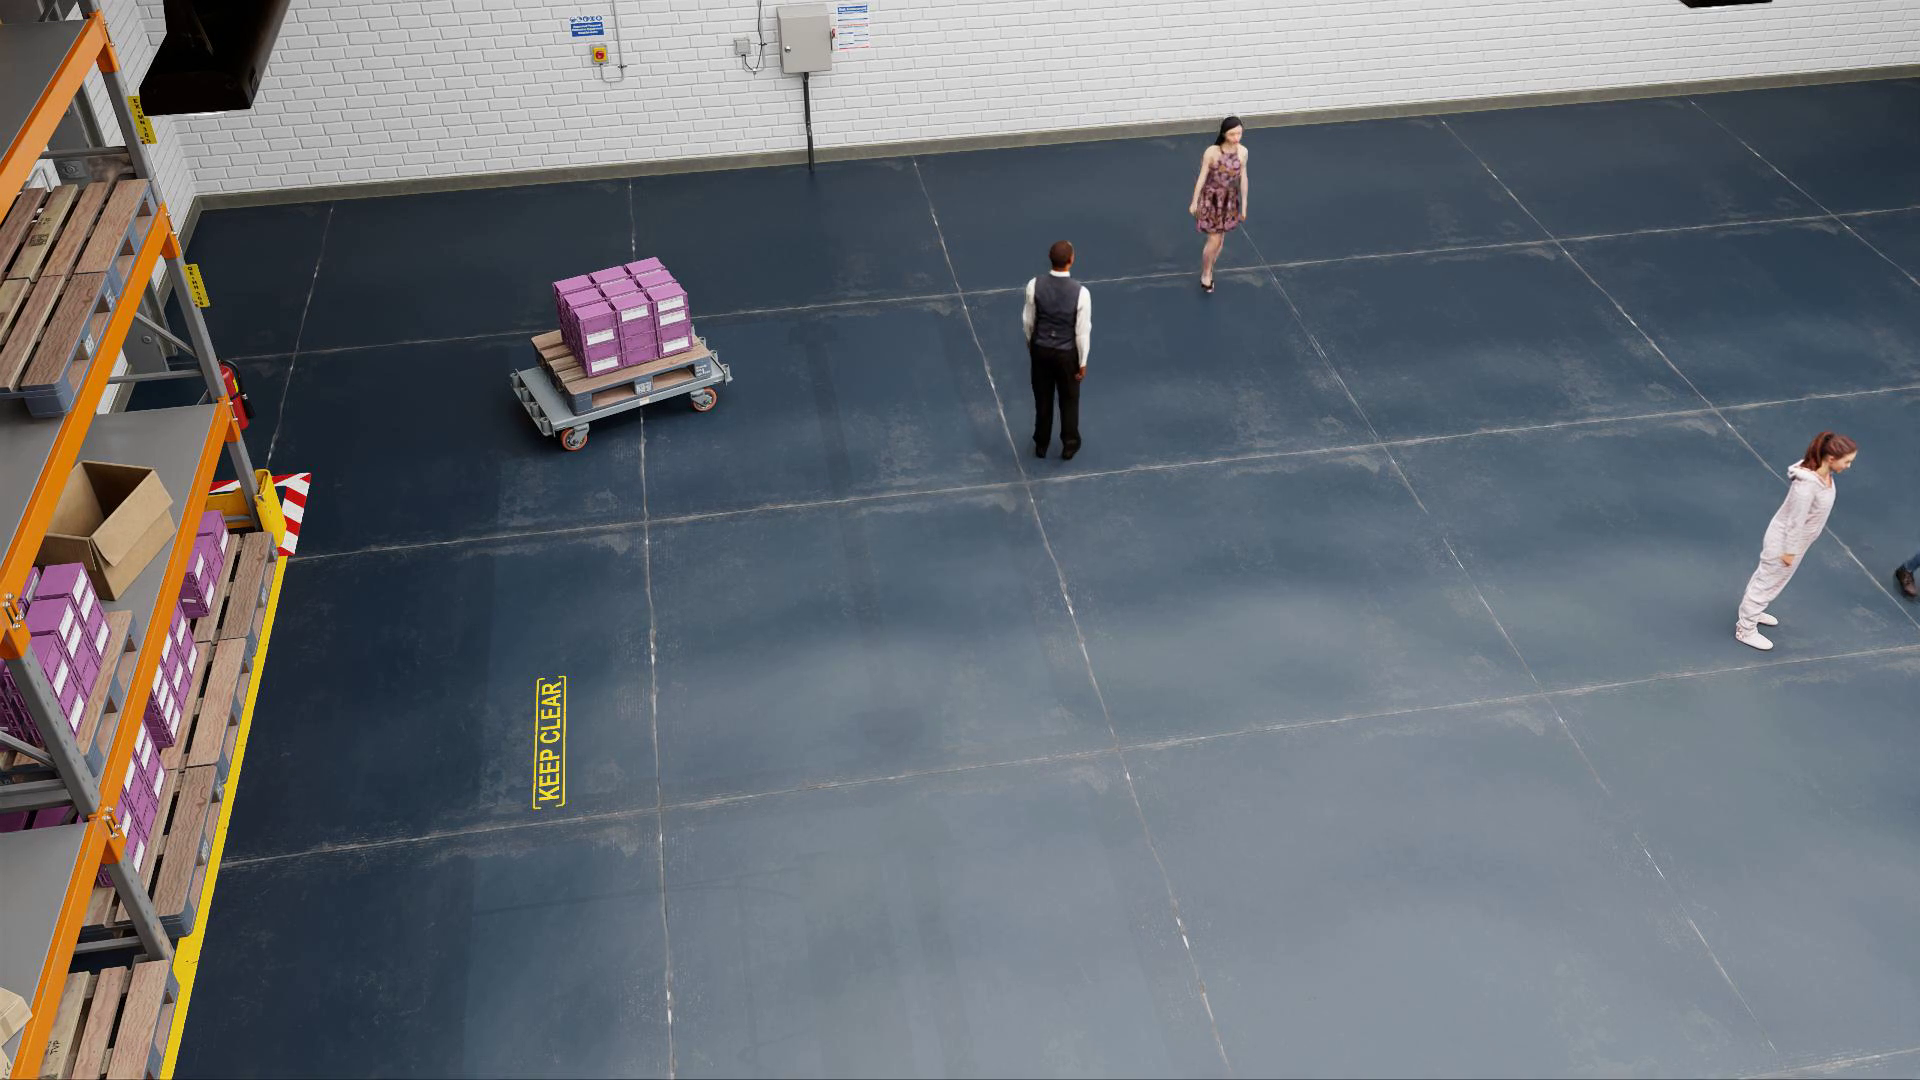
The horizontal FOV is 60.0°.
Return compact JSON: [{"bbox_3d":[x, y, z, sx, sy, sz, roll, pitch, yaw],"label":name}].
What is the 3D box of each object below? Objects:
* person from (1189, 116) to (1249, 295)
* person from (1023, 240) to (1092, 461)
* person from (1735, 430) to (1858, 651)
[{"bbox_3d":[2.318,-3.064,15.121,0.656,1.753,0.726,-10,40,-12],"label":"person"},{"bbox_3d":[0.711,-1.445,12.966,0.844,1.912,0.852,11,40,14],"label":"person"},{"bbox_3d":[5.661,-0.037,11.383,0.786,1.688,0.715,21,43,24],"label":"person"}]
